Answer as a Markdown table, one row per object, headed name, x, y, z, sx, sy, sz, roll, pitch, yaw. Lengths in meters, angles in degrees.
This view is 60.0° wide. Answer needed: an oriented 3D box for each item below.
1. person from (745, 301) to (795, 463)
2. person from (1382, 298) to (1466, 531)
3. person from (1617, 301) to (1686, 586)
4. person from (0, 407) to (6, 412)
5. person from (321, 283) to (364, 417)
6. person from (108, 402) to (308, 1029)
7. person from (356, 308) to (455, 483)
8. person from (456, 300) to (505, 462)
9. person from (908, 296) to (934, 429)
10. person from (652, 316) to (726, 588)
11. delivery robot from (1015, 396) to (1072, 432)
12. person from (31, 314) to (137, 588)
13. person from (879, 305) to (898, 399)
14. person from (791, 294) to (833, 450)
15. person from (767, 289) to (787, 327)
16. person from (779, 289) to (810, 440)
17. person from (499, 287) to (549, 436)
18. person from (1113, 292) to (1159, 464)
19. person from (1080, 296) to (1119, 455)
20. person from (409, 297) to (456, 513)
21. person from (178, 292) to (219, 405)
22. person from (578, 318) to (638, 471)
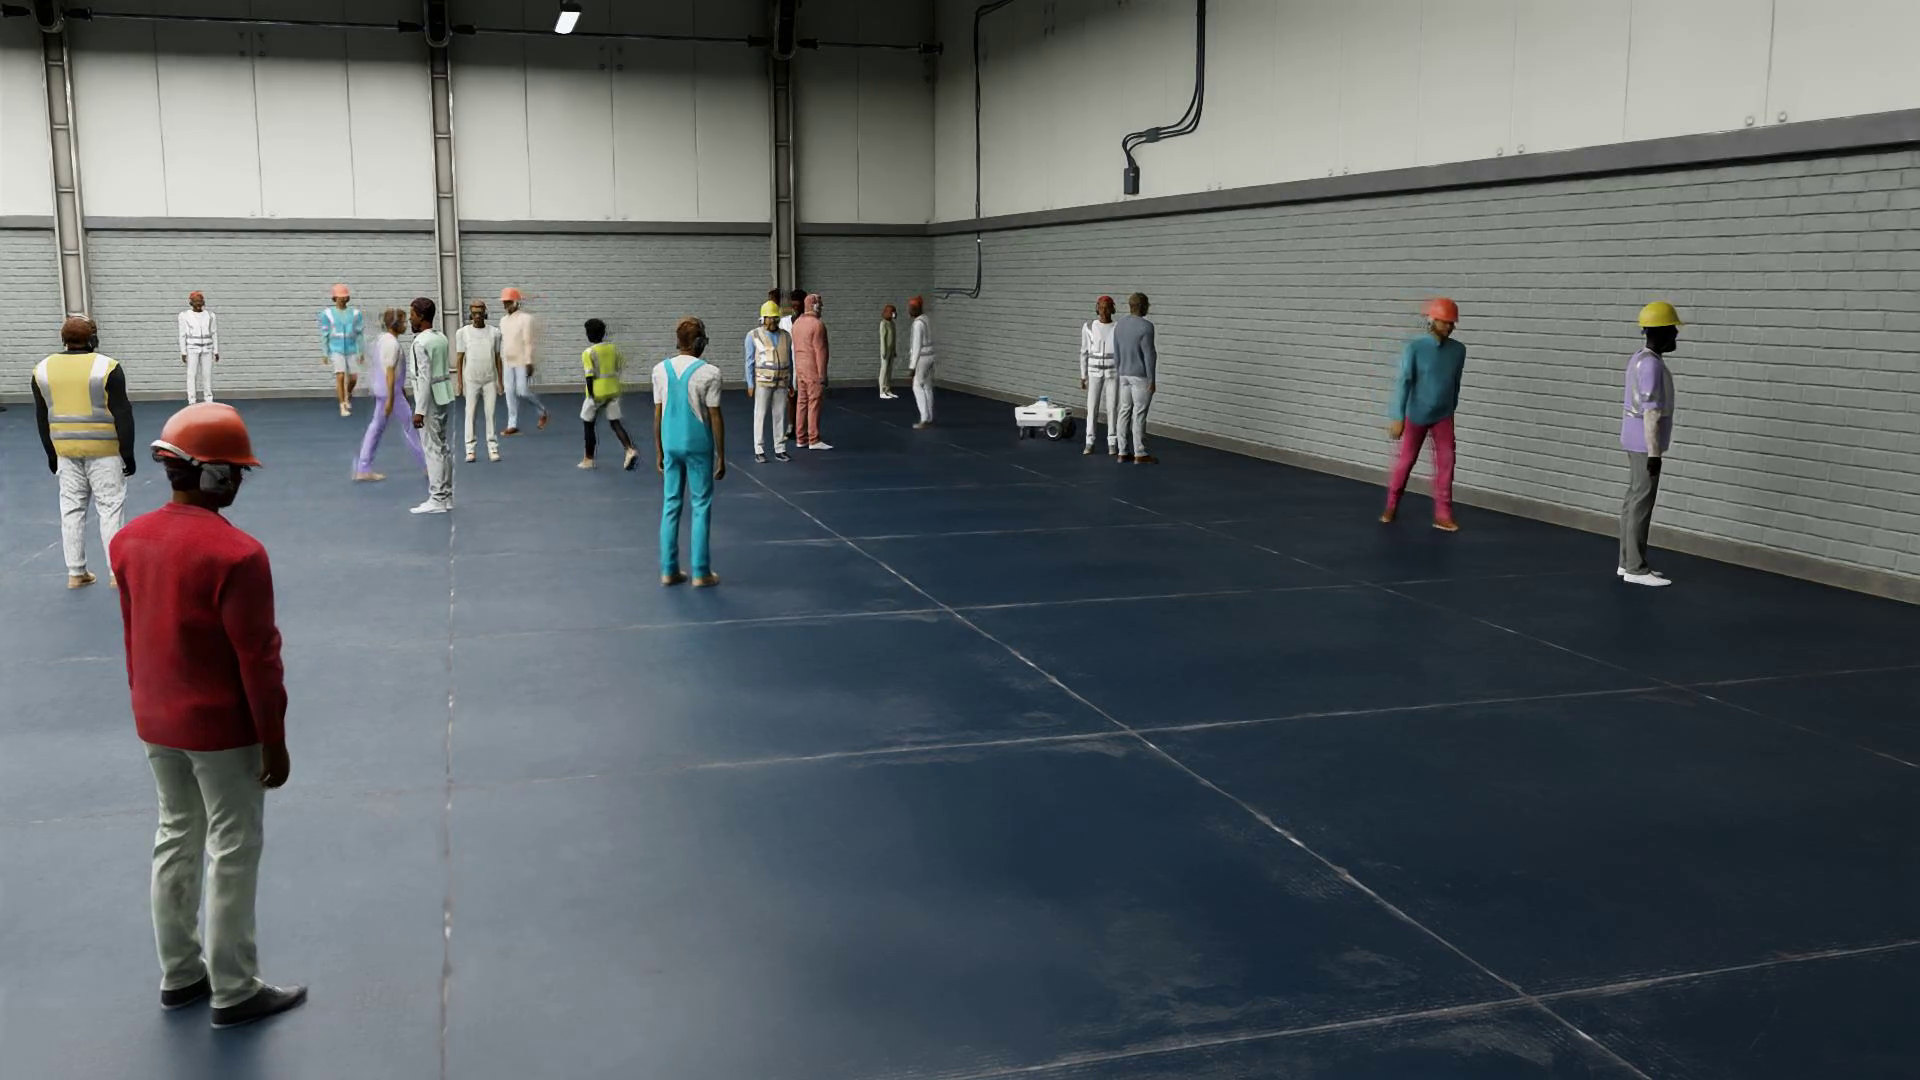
| name | x | y | z | sx | sy | sz | roll | pitch | yaw |
| --- | --- | --- | --- | --- | --- | --- | --- | --- | --- |
| person | -2.142 | -1.794 | 18.911 | 0.602 | 1.830 | 0.404 | -6 | 11 | -32 |
| person | 3.882 | -1.065 | 13.989 | 0.639 | 1.942 | 0.872 | -2 | 9 | -13 |
| person | 4.709 | -0.658 | 11.356 | 0.364 | 1.930 | 0.588 | 2 | 9 | 14 |
| person | -15.279 | -2.968 | 26.075 | 0.552 | 1.935 | 0.373 | 5 | 10 | 31 |
| person | -9.387 | -2.887 | 25.300 | 0.614 | 2.027 | 0.651 | -5 | 10 | -31 |
| person | -2.086 | 0.486 | 4.659 | 0.574 | 1.742 | 0.355 | 5 | 10 | 27 |
| person | -5.782 | -1.485 | 17.117 | 1.016 | 1.783 | 0.512 | -6 | 11 | -35 |
| person | -5.458 | -1.804 | 18.940 | 0.513 | 1.844 | 0.328 | -4 | 10 | -23 |
| person | -0.530 | -2.481 | 23.305 | 0.348 | 1.855 | 0.743 | 1 | 9 | 9 |
| person | -1.817 | -0.583 | 11.201 | 0.519 | 1.835 | 0.350 | 3 | 9 | 17 |
| delivery robot | 1.074 | -1.617 | 21.551 | 0.707 | 0.478 | 0.477 | 4 | 10 | 24 |
| person | -5.838 | -0.587 | 11.180 | 0.630 | 1.846 | 0.429 | 0 | 9 | 1 |
| person | -1.248 | -3.295 | 29.122 | 0.282 | 1.633 | 0.501 | 4 | 10 | 23 |
| person | -1.795 | -2.050 | 20.348 | 0.400 | 1.900 | 0.645 | -6 | 11 | -34 |
| person | -3.156 | -3.308 | 28.352 | 0.555 | 1.898 | 0.630 | -2 | 9 | -11 |
| person | -2.061 | -2.256 | 21.479 | 0.608 | 1.955 | 0.382 | 3 | 9 | 18 |
| person | -5.843 | -2.370 | 22.113 | 0.628 | 1.981 | 0.601 | 6 | 10 | 32 |
| person | 1.987 | -1.820 | 18.744 | 0.370 | 1.939 | 0.631 | -6 | 11 | -36 |
| person | 1.712 | -1.949 | 19.746 | 0.572 | 1.883 | 0.355 | 1 | 9 | 8 |
| person | -4.719 | -1.198 | 14.843 | 0.393 | 1.920 | 0.591 | 0 | 9 | -1 |
| person | -12.071 | -2.992 | 26.406 | 0.589 | 1.882 | 0.342 | -8 | 12 | -41 |
| person | -3.844 | -1.582 | 18.070 | 0.786 | 1.672 | 0.527 | 7 | 12 | 39 |
